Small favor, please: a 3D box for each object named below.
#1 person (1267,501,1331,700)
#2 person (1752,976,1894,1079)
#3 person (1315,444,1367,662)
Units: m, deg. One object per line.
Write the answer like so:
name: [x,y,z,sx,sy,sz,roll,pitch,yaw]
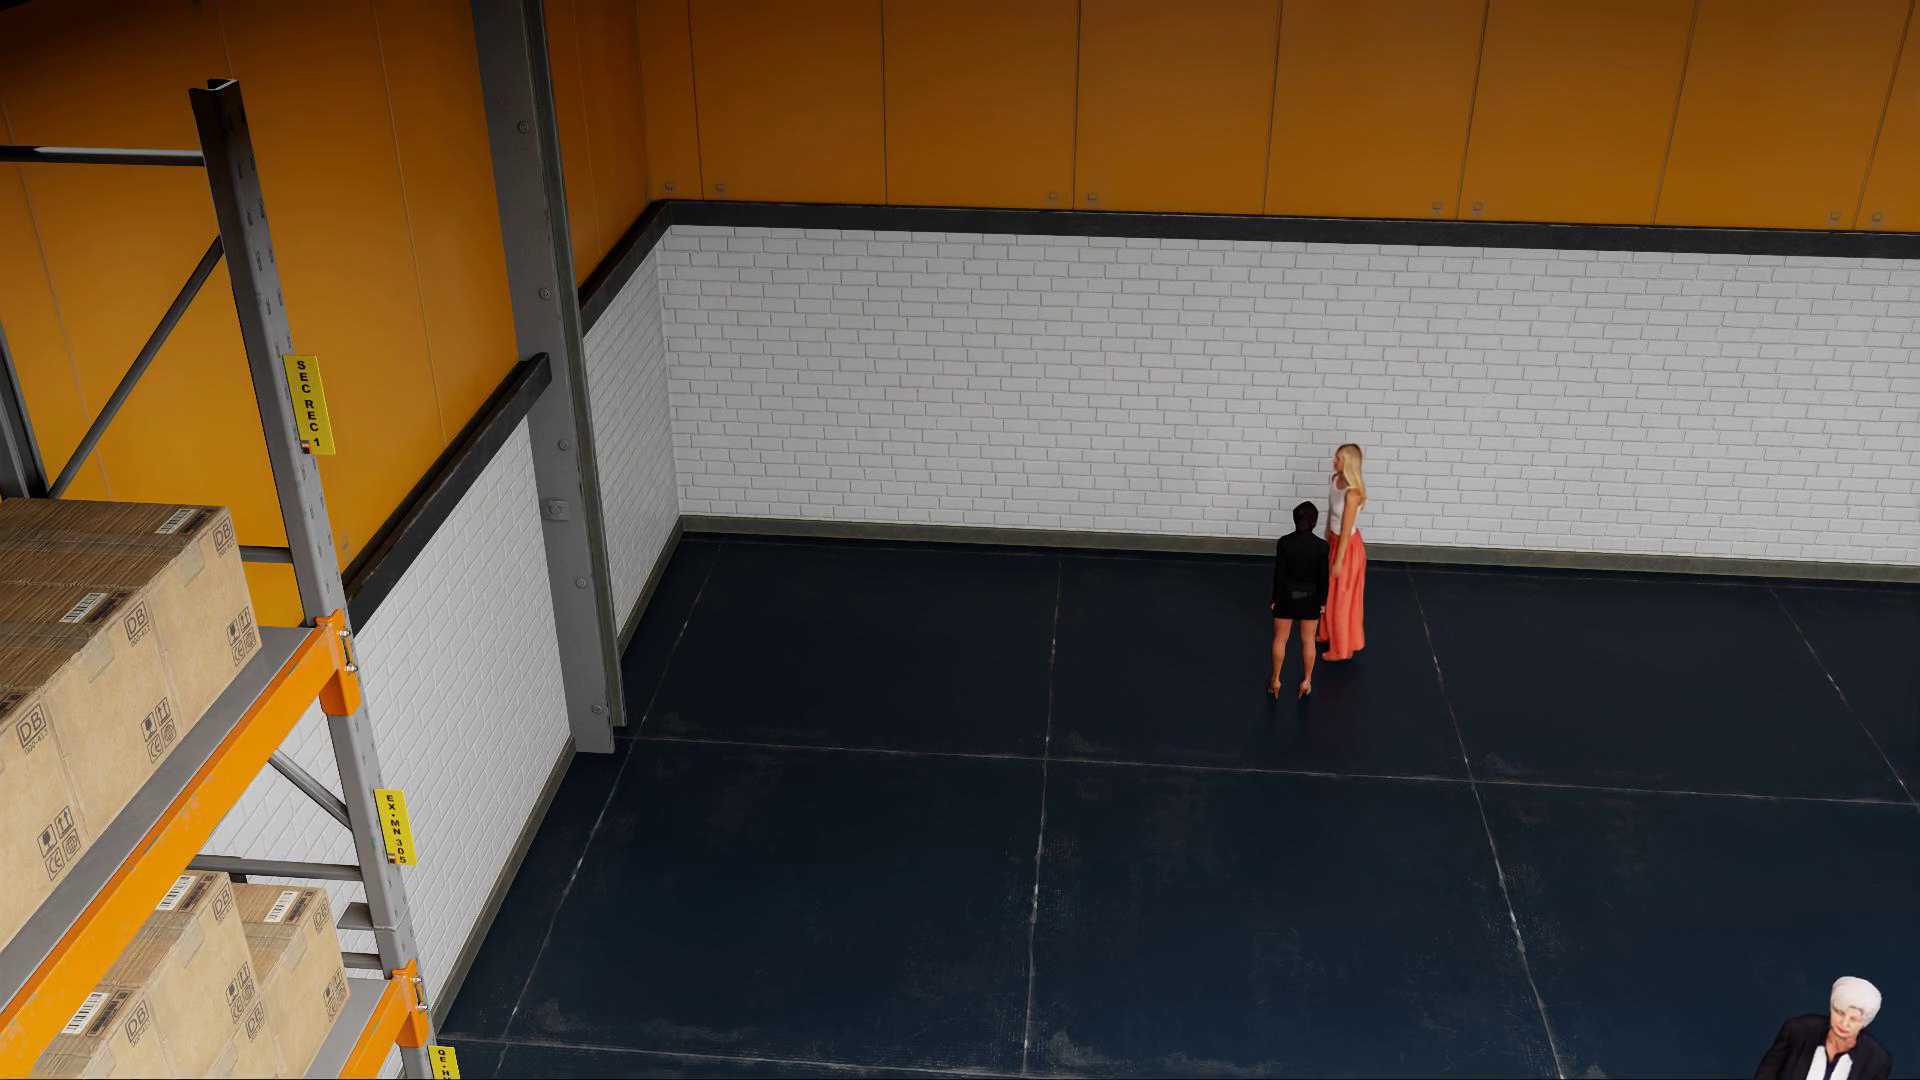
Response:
person: [2.491,0.454,12.257,0.565,1.640,0.623,4,29,7]
person: [3.842,2.628,7.622,1.136,1.760,1.183,22,35,34]
person: [2.951,0.084,12.770,0.734,1.797,0.603,-2,29,-4]
